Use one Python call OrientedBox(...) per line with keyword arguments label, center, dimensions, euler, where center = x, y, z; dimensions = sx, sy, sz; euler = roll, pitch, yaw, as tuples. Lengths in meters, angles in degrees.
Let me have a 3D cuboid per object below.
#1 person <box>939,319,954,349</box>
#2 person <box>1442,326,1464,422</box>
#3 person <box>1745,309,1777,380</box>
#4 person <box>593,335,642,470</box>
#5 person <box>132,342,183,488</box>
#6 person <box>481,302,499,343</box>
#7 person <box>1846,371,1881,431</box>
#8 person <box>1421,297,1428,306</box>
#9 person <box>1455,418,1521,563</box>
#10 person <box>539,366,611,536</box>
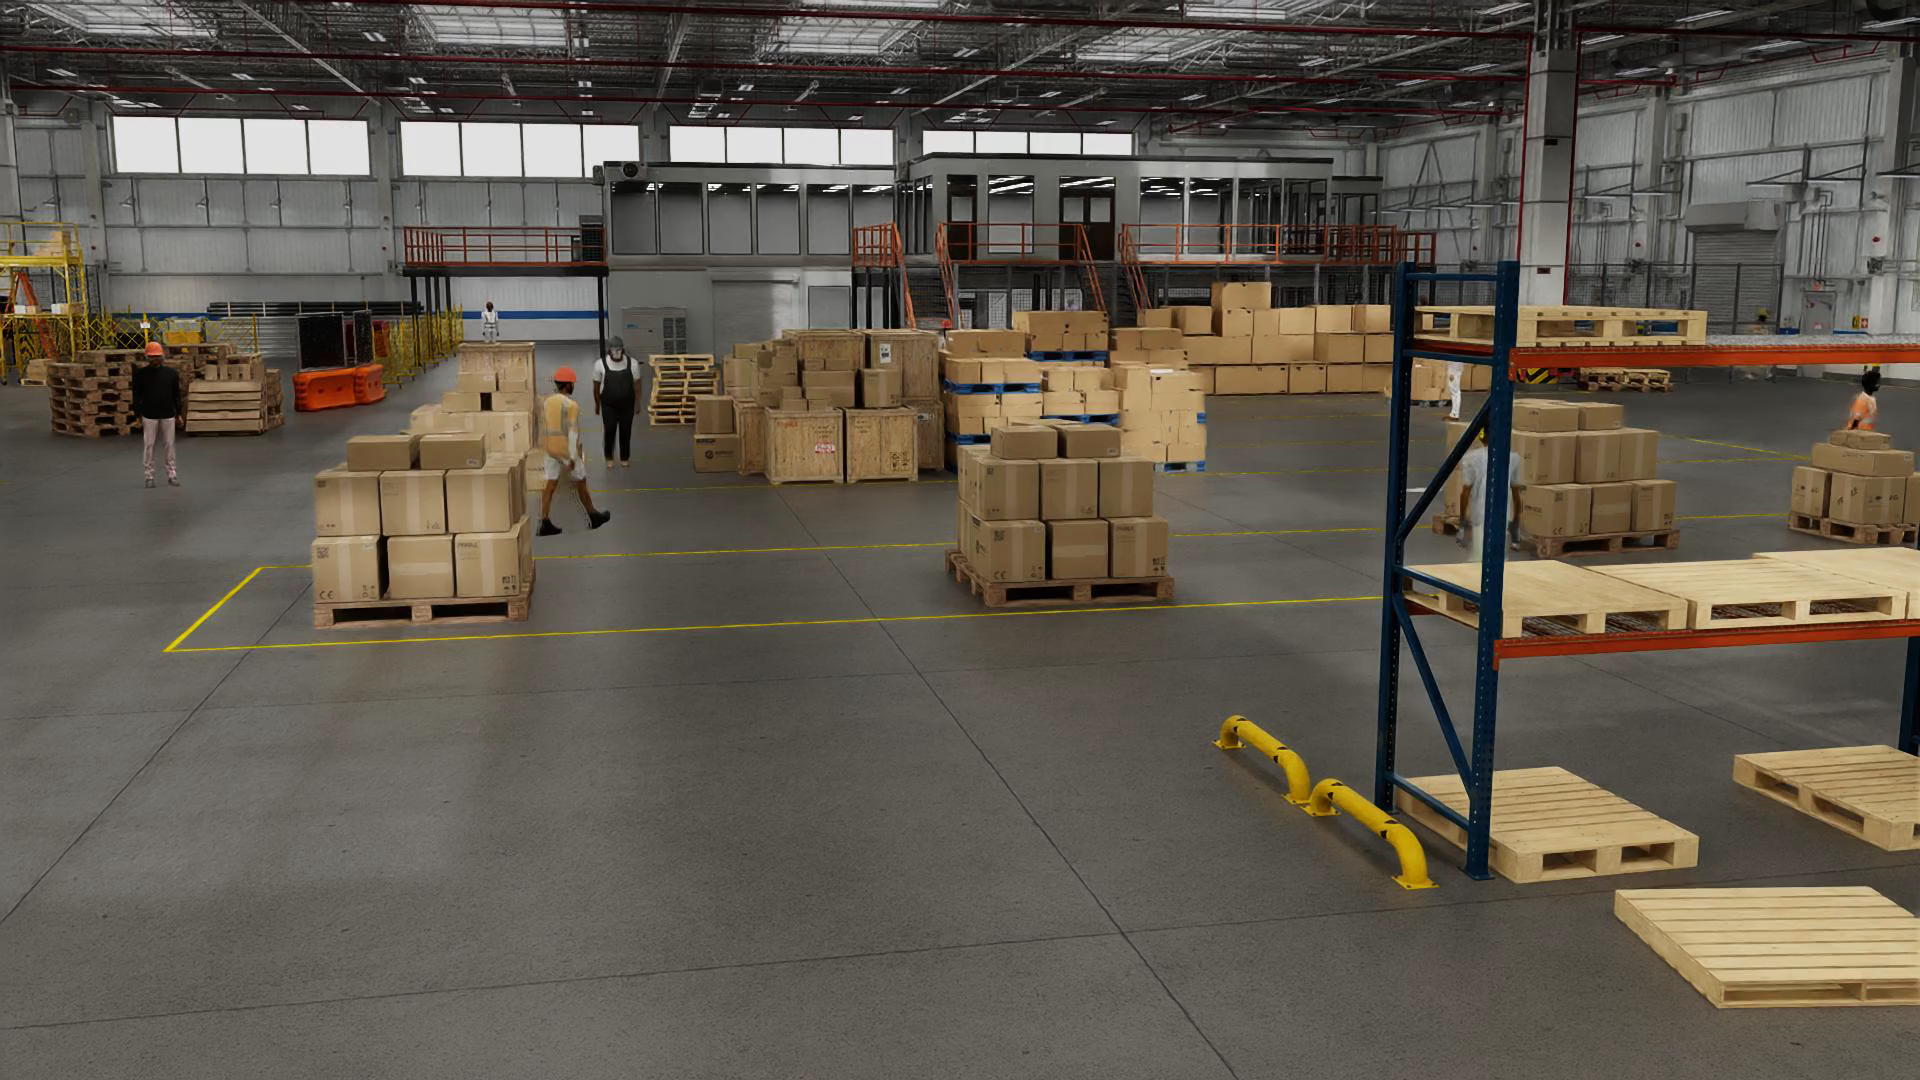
OrientedBox(label="person", center=(-0.305, -3.733, 35.311), dimensions=(0.555, 1.917, 0.656), euler=(-7, 12, -38))
OrientedBox(label="person", center=(9.618, -3.264, 32.378), dimensions=(0.360, 1.938, 0.635), euler=(3, 10, 19))
OrientedBox(label="person", center=(21.443, -5.222, 44.496), dimensions=(0.611, 1.873, 1.007), euler=(-3, 10, -20))
OrientedBox(label="person", center=(-5.079, -2.070, 24.795), dimensions=(0.697, 2.000, 0.758), euler=(-3, 10, -20))
OrientedBox(label="person", center=(-10.965, -1.709, 22.770), dimensions=(0.612, 1.982, 0.409), euler=(-7, 11, -36))
OrientedBox(label="person", center=(-15.368, -6.851, 54.440), dimensions=(0.566, 1.879, 0.354), euler=(-7, 12, -37))
OrientedBox(label="person", center=(11.599, -1.370, 21.605), dimensions=(0.605, 1.680, 0.546), euler=(7, 12, 36))
OrientedBox(label="person", center=(16.925, -7.913, 60.754), dimensions=(0.626, 1.943, 1.049), euler=(-2, 10, -12))
OrientedBox(label="person", center=(4.311, -0.113, 13.476), dimensions=(0.558, 1.845, 0.584), euler=(-2, 10, -12))
OrientedBox(label="person", center=(-4.419, -1.013, 18.817), dimensions=(0.549, 1.888, 0.975), euler=(6, 11, 31))
